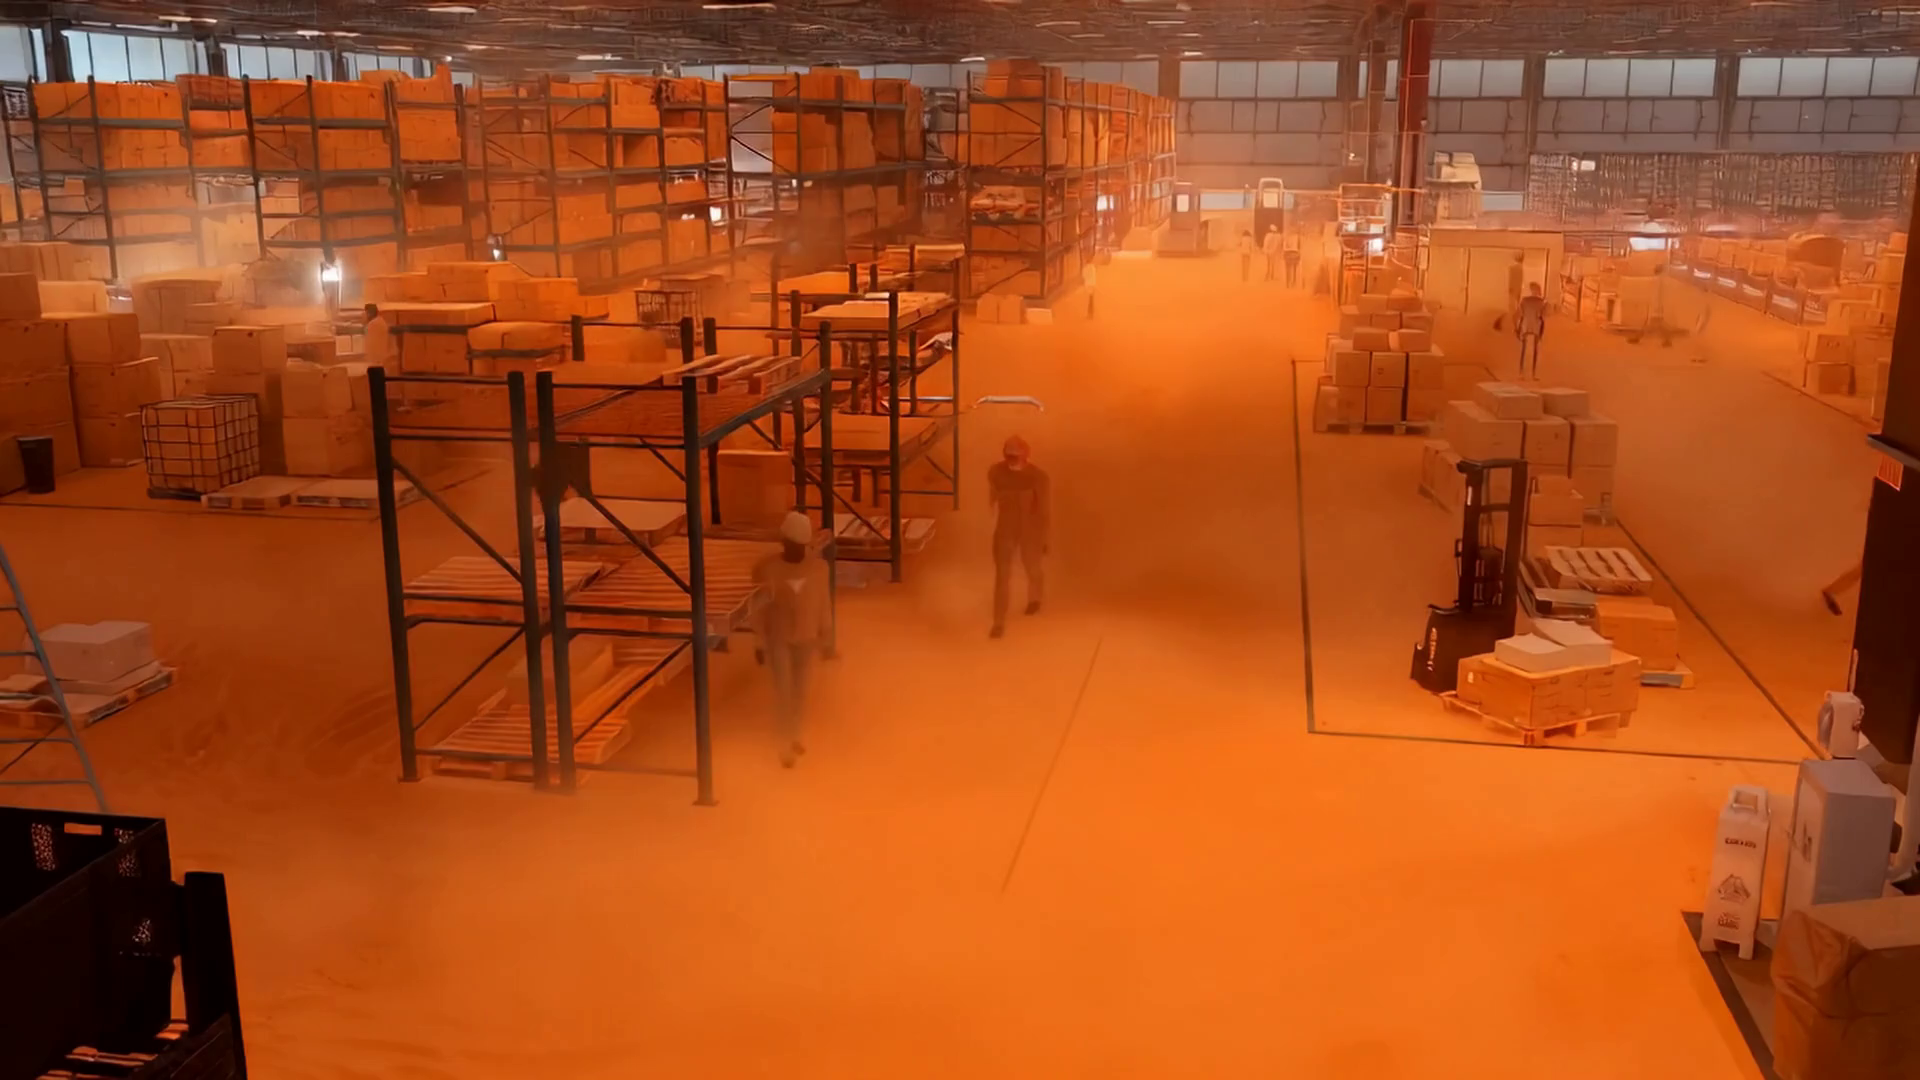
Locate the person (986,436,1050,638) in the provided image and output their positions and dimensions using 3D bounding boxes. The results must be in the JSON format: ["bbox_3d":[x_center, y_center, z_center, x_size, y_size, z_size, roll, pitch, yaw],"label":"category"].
[{"bbox_3d":[0.570,-0.088,15.650,0.644,1.878,1.096,5,15,19],"label":"person"}]

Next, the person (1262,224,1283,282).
[{"bbox_3d":[9.692,-8.864,51.444,0.617,1.772,0.907,8,16,28],"label":"person"}]

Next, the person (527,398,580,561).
[{"bbox_3d":[-4.302,-0.724,17.871,0.900,2.000,0.705,8,16,30],"label":"person"}]

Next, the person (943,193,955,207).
[{"bbox_3d":[-0.549,-17.424,86.216,0.618,1.782,0.941,6,15,21],"label":"person"}]

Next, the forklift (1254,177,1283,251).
[{"bbox_3d":[12.083,-12.747,64.956,1.129,2.768,1.873,3,14,10],"label":"forklift"}]

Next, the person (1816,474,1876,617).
[{"bbox_3d":[8.693,-0.094,15.726,0.581,1.853,0.904,-12,18,-39],"label":"person"}]

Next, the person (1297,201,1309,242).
[{"bbox_3d":[14.487,-13.457,70.237,0.545,1.715,0.930,-2,14,-10],"label":"person"}]

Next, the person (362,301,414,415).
[{"bbox_3d":[-9.545,-2.984,27.365,1.006,1.899,0.634,2,14,9],"label":"person"}]

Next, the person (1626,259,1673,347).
[{"bbox_3d":[15.108,-5.145,36.148,0.980,1.884,0.561,6,15,24],"label":"person"}]

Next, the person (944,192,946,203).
[{"bbox_3d":[-0.595,-18.044,88.809,0.569,1.740,0.519,1,14,3],"label":"person"}]

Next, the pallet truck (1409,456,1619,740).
[{"bbox_3d":[4.504,0.400,13.395,0.823,1.965,1.885,-6,15,-23],"label":"pallet truck"}]

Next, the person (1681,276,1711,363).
[{"bbox_3d":[14.876,-4.432,33.536,0.684,1.742,0.546,4,14,16],"label":"person"}]

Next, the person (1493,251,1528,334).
[{"bbox_3d":[12.774,-5.742,38.495,0.736,1.921,0.543,11,18,39],"label":"person"}]

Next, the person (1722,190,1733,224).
[{"bbox_3d":[37.279,-16.057,80.623,0.958,1.794,0.576,3,14,13],"label":"person"}]

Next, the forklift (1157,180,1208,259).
[{"bbox_3d":[8.162,-11.763,60.961,1.129,2.768,1.873,11,18,37],"label":"forklift"}]

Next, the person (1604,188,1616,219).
[{"bbox_3d":[31.409,-16.004,80.061,0.934,1.955,0.608,-2,14,-7],"label":"person"}]

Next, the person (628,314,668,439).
[{"bbox_3d":[-4.743,-2.512,25.457,0.632,1.888,1.026,1,14,6],"label":"person"}]

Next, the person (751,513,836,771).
[{"bbox_3d":[-1.197,0.734,12.228,0.610,1.898,0.717,-6,15,-24],"label":"person"}]

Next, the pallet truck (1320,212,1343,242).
[{"bbox_3d":[15.874,-13.227,70.310,0.680,1.201,1.601,10,17,35],"label":"pallet truck"}]

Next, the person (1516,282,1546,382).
[{"bbox_3d":[10.668,-3.887,31.082,0.520,1.865,0.332,7,15,25],"label":"person"}]

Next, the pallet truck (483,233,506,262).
[{"bbox_3d":[-11.832,-7.026,43.548,1.885,1.965,0.823,8,16,28],"label":"pallet truck"}]

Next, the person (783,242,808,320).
[{"bbox_3d":[-4.077,-6.357,40.924,0.727,1.948,0.644,3,14,12],"label":"person"}]

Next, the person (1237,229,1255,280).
[{"bbox_3d":[8.991,-8.990,52.348,0.519,1.579,0.842,2,14,6],"label":"person"}]

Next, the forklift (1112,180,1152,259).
[{"bbox_3d":[6.082,-11.722,60.796,1.873,2.768,1.129,2,14,9],"label":"forklift"}]

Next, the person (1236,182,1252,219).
[{"bbox_3d":[15.184,-18.052,88.498,0.647,1.899,0.991,-12,18,-39],"label":"person"}]

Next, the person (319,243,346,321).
[{"bbox_3d":[-15.461,-6.363,41.041,0.587,1.911,0.397,-8,16,-28],"label":"person"}]

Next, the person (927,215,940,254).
[{"bbox_3d":[-1.018,-11.166,61.185,0.846,1.596,0.497,6,15,22],"label":"person"}]

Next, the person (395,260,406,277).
[{"bbox_3d":[-13.055,-5.714,38.926,0.792,1.658,0.542,-5,15,-19],"label":"person"}]

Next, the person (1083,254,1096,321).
[{"bbox_3d":[3.204,-6.237,41.075,0.312,1.642,0.512,1,14,3],"label":"person"}]

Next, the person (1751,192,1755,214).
[{"bbox_3d":[38.047,-15.982,80.292,0.759,1.804,0.627,4,14,16],"label":"person"}]

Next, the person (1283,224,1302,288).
[{"bbox_3d":[9.928,-8.490,49.737,0.560,1.888,1.014,5,15,18],"label":"person"}]
